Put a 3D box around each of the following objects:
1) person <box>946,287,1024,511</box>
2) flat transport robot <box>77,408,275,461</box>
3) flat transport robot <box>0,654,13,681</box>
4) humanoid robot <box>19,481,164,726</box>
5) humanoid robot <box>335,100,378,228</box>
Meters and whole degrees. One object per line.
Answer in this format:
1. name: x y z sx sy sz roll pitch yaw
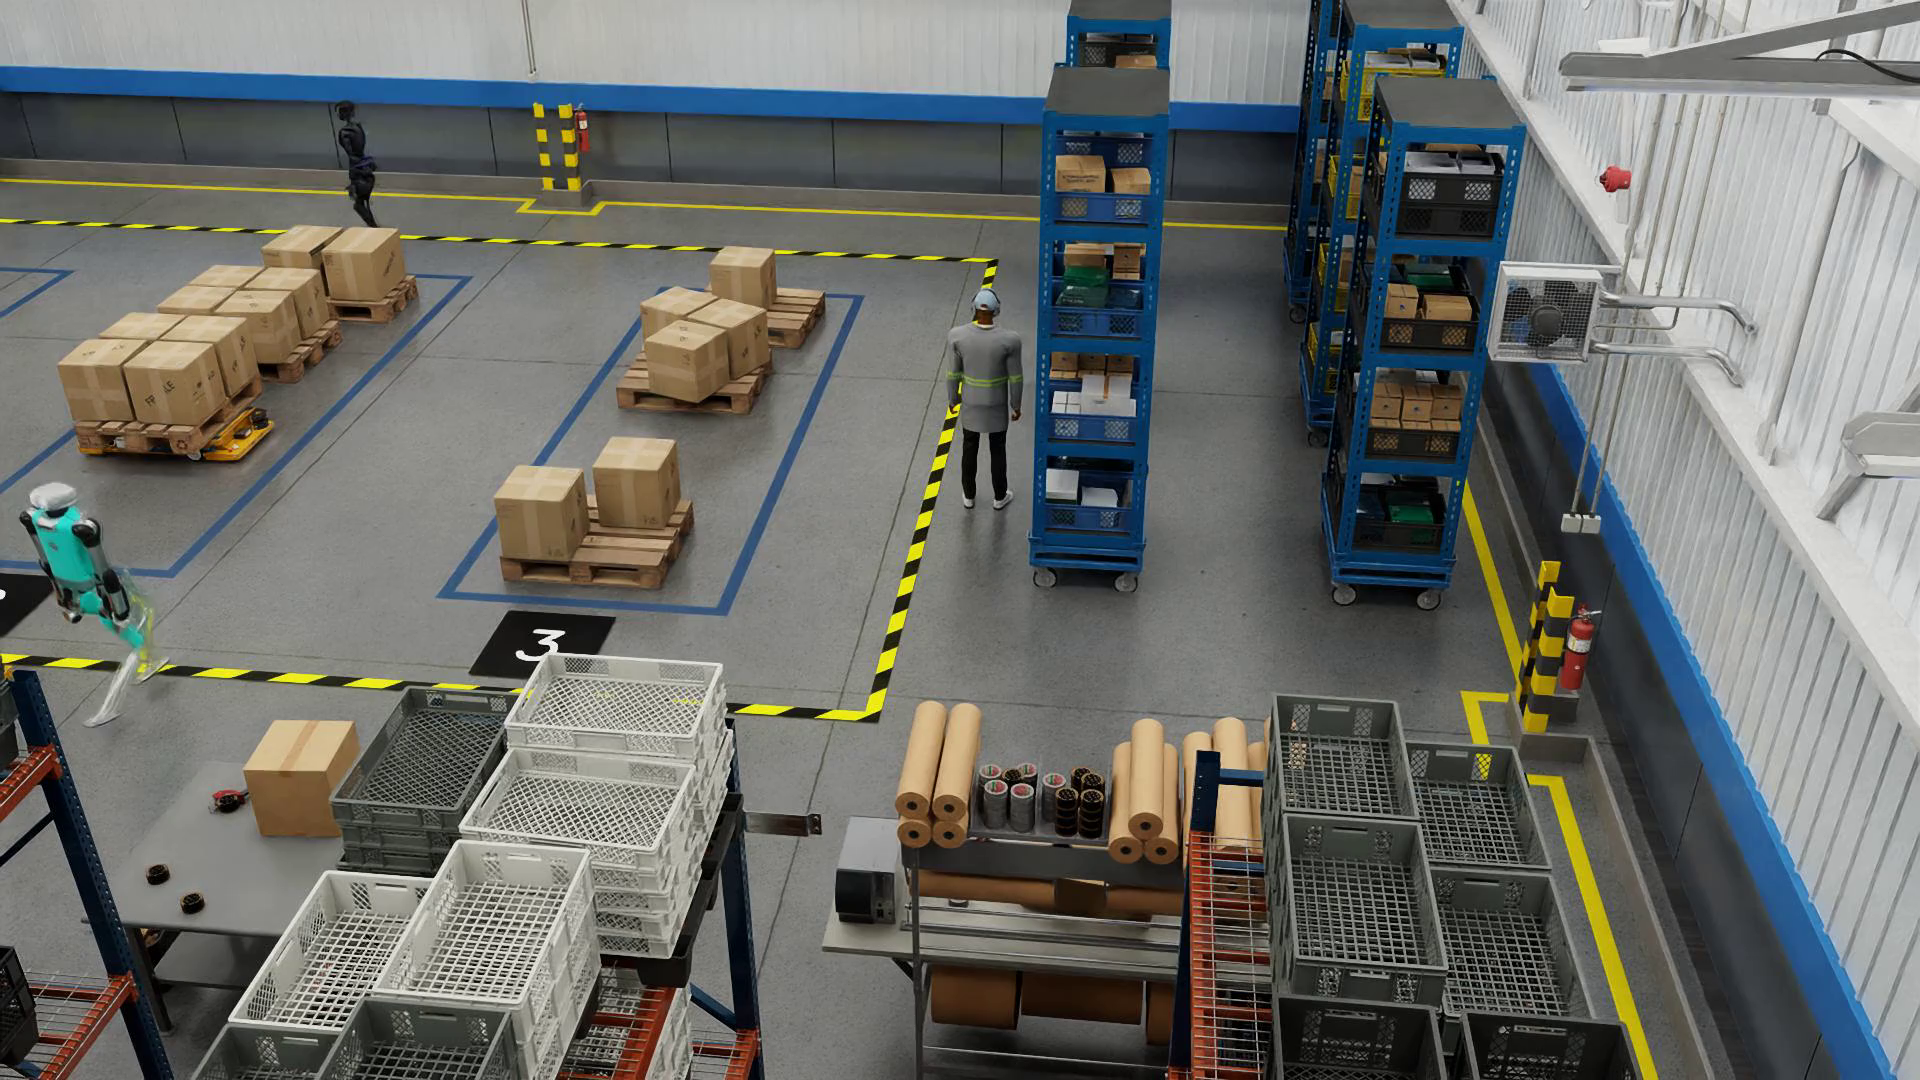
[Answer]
1. person: 0.200 -1.107 13.001 0.598 1.850 0.392 5 31 8
2. flat transport robot: -6.728 -0.944 14.268 1.431 0.197 0.652 3 30 6
3. flat transport robot: -7.142 0.969 11.010 1.431 0.231 0.659 3 30 6
4. humanoid robot: -5.432 0.282 10.684 0.539 1.720 0.771 9 31 16
5. humanoid robot: -6.514 -3.946 18.056 0.350 1.647 0.608 -3 30 -4
